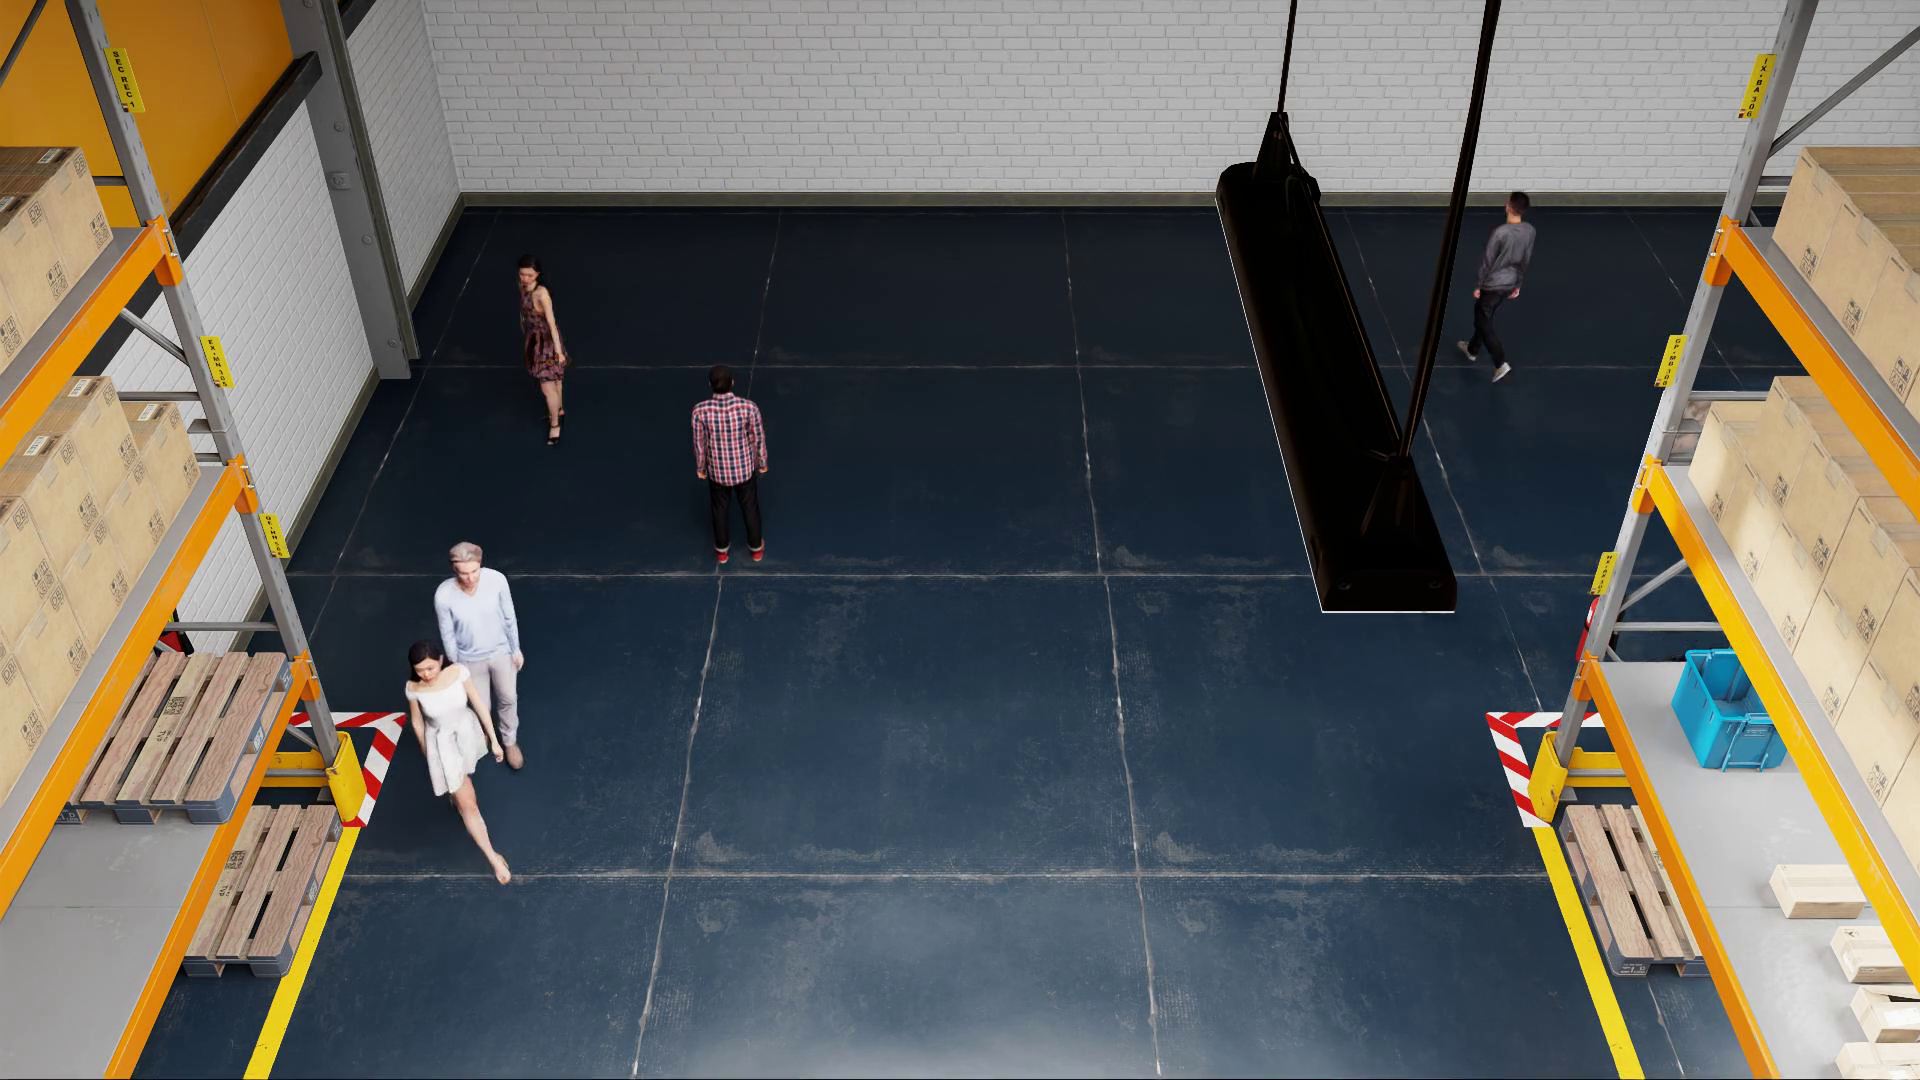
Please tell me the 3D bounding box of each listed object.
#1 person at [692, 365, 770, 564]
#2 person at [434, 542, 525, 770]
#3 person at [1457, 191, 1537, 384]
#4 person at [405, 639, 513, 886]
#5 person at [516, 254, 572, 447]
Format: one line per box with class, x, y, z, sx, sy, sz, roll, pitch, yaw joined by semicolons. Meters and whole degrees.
person;-1.740;-0.569;12.628;0.736;1.760;0.637;-4;39;-5
person;-3.144;0.698;10.944;0.811;1.881;0.877;-17;42;-21
person;4.785;-2.219;14.712;0.864;1.737;1.138;-13;40;-15
person;-3.186;1.232;10.398;1.062;1.727;1.253;-24;44;-27
person;-3.467;-1.636;13.963;0.916;1.761;0.828;-20;43;-23
